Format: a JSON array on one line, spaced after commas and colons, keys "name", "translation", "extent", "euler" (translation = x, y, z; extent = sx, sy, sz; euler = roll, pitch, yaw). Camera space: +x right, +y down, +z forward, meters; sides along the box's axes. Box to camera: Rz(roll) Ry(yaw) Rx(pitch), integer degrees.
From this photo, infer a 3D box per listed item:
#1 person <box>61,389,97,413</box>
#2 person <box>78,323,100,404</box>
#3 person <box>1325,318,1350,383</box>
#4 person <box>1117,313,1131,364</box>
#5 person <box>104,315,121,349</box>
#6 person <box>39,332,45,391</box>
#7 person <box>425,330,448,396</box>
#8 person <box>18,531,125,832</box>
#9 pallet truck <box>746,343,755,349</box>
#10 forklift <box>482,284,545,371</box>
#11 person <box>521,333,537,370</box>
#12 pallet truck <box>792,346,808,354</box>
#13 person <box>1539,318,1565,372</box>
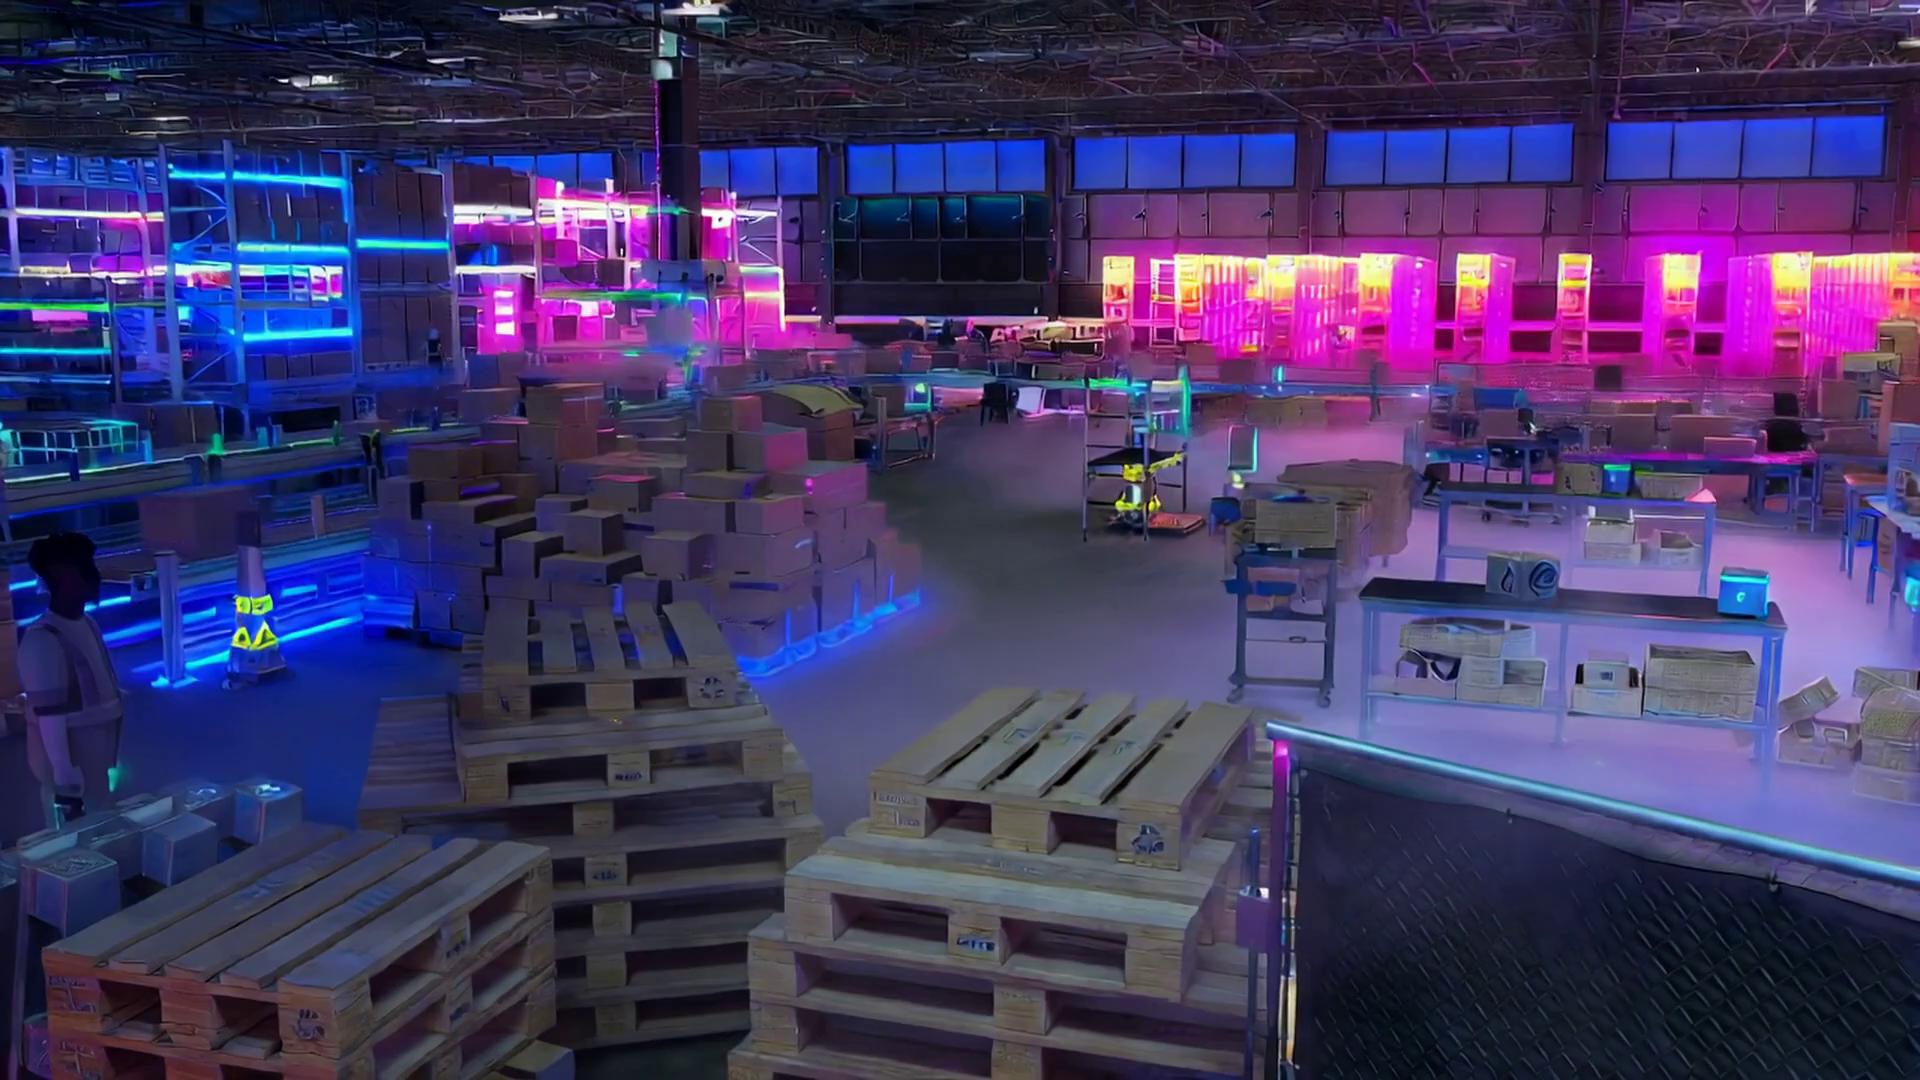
[{"name": "person", "translation": [-14.973, -2.363, 28.327], "extent": [0.602, 1.798, 0.877], "euler": [2, 9, 11]}, {"name": "person", "translation": [-20.264, -4.093, 38.816], "extent": [0.554, 1.914, 0.672], "euler": [4, 10, 25]}, {"name": "person", "translation": [9.813, -4.796, 43.226], "extent": [0.643, 1.908, 0.766], "euler": [1, 9, 8]}, {"name": "person", "translation": [5.271, -6.354, 53.317], "extent": [0.462, 1.814, 0.604], "euler": [1, 9, 9]}, {"name": "person", "translation": [-24.306, -5.461, 47.479], "extent": [0.636, 1.892, 0.990], "euler": [6, 11, 34]}, {"name": "person", "translation": [-22.262, -4.210, 40.296], "extent": [0.407, 1.676, 0.536], "euler": [-8, 12, -41]}, {"name": "person", "translation": [-13.283, -4.490, 42.115], "extent": [0.533, 1.662, 0.869], "euler": [2, 9, 13]}, {"name": "person", "translation": [-3.737, 0.936, 7.071], "extent": [0.367, 1.966, 0.606], "euler": [-2, 9, -14]}, {"name": "pallet truck", "translation": [-6.183, -4.618, 44.264], "extent": [1.601, 1.201, 0.680], "euler": [-9, 12, -43]}, {"name": "forklift", "translation": [-10.832, -4.702, 39.610], "extent": [1.129, 2.768, 1.873], "euler": [3, 10, 20]}, {"name": "person", "translation": [-9.527, -3.722, 37.006], "extent": [0.630, 1.741, 0.529], "euler": [-5, 10, -30]}, {"name": "pallet truck", "translation": [-3.705, -4.298, 42.022], "extent": [0.653, 1.274, 1.630], "euler": [3, 10, 20]}, {"name": "person", "translation": [17.948, -5.819, 50.008], "extent": [0.960, 1.802, 0.587], "euler": [5, 10, 27]}]
